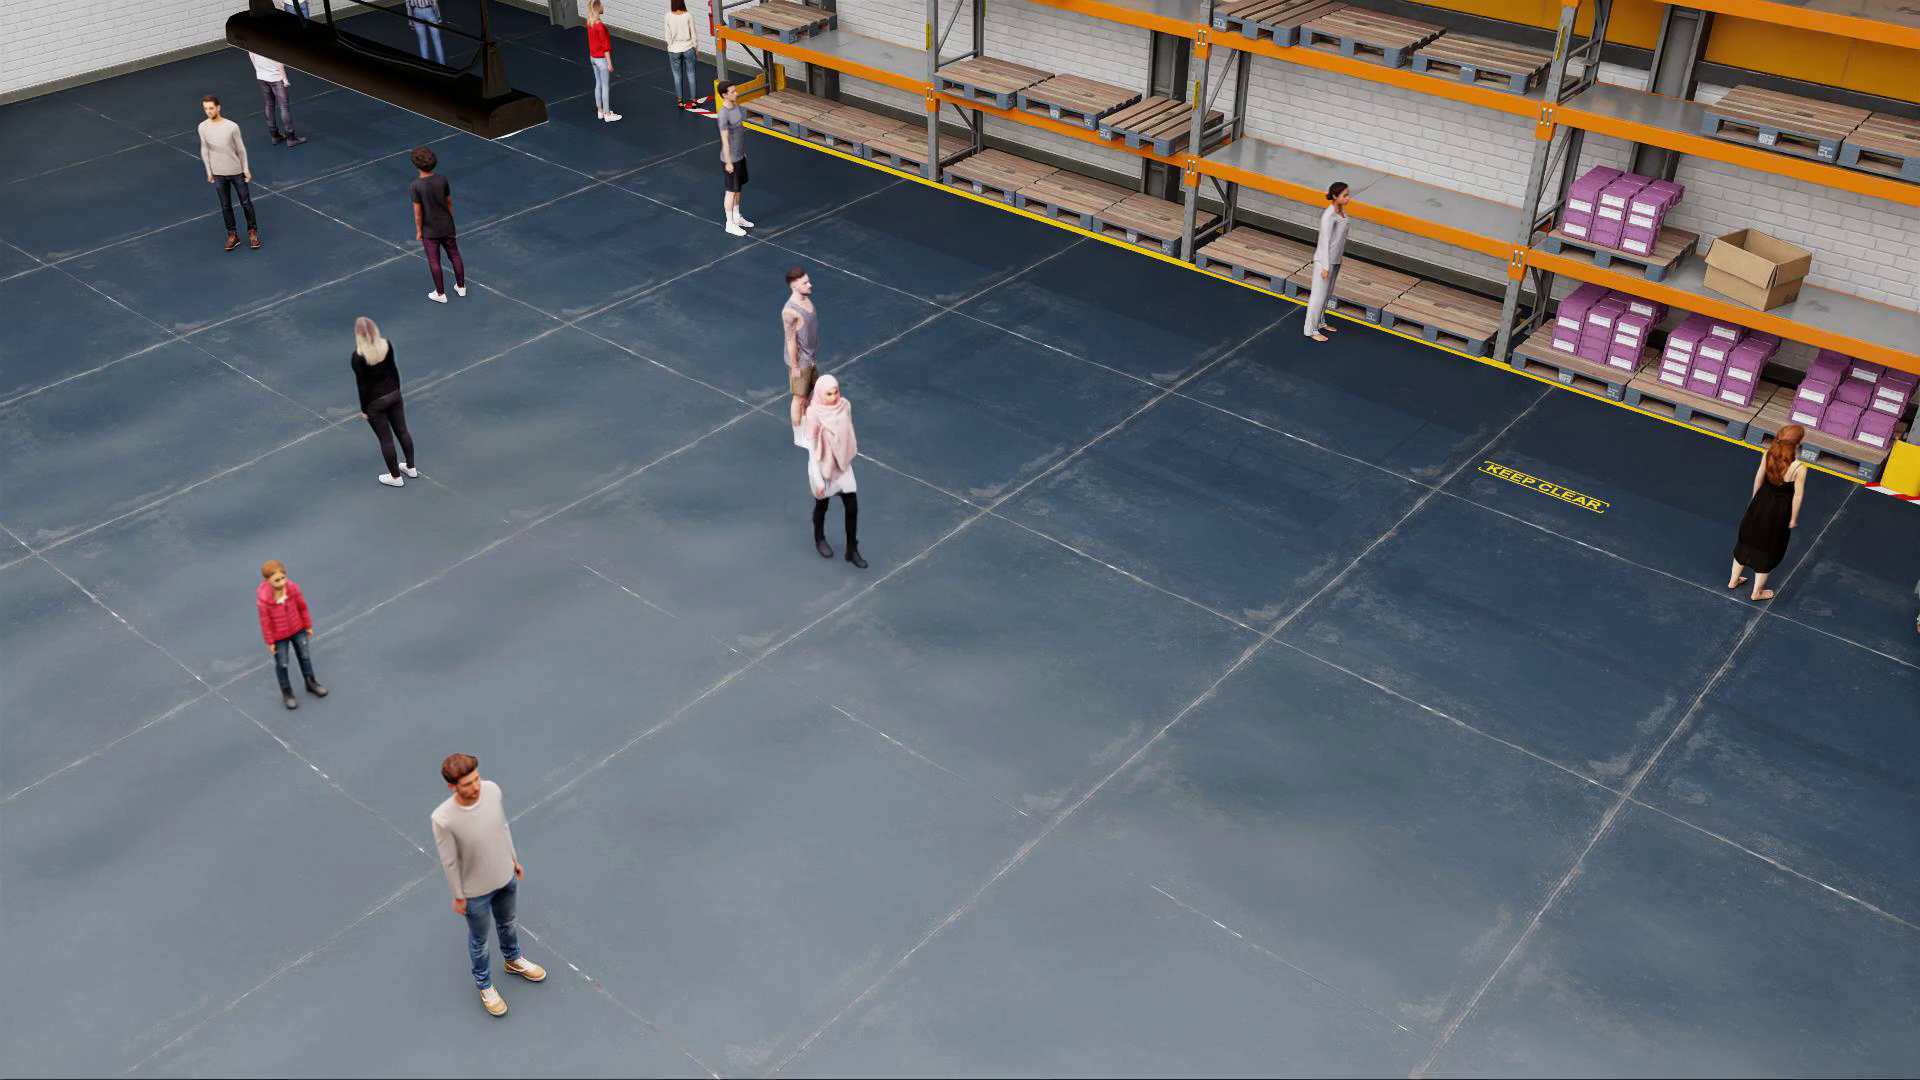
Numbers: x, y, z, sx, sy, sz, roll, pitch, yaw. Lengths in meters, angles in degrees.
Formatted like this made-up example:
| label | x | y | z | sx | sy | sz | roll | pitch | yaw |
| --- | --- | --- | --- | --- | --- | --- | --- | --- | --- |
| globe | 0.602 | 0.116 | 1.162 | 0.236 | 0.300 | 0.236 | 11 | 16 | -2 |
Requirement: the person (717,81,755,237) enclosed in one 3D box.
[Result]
| label | x | y | z | sx | sy | sz | roll | pitch | yaw |
| --- | --- | --- | --- | --- | --- | --- | --- | --- | --- |
| person | -2.770 | -4.671 | 20.222 | 0.699 | 1.871 | 0.733 | 8 | 35 | 12 |

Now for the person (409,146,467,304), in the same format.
| label | x | y | z | sx | sy | sz | roll | pitch | yaw |
| --- | --- | --- | --- | --- | --- | --- | --- | --- | --- |
| person | -5.856 | -3.534 | 18.589 | 0.646 | 1.784 | 0.601 | -28 | 43 | -35 |

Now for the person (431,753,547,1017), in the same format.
| label | x | y | z | sx | sy | sz | roll | pitch | yaw |
| --- | --- | --- | --- | --- | --- | --- | --- | --- | --- |
| person | -2.896 | 2.040 | 10.095 | 0.598 | 1.905 | 0.667 | 21 | 39 | 28 |

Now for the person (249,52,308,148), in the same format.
| label | x | y | z | sx | sy | sz | roll | pitch | yaw |
| --- | --- | --- | --- | --- | --- | --- | --- | --- | --- |
| person | -9.417 | -6.310 | 22.724 | 0.620 | 1.832 | 0.778 | 14 | 36 | 20 |

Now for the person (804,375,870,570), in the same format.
| label | x | y | z | sx | sy | sz | roll | pitch | yaw |
| --- | --- | --- | --- | --- | --- | --- | --- | --- | --- |
| person | -1.171 | -0.621 | 14.212 | 0.764 | 1.779 | 0.945 | -21 | 39 | -28 |

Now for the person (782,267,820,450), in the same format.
| label | x | y | z | sx | sy | sz | roll | pitch | yaw |
| --- | --- | --- | --- | --- | --- | --- | --- | --- | --- |
| person | -1.515 | -1.763 | 15.932 | 0.728 | 1.847 | 0.717 | 8 | 34 | 11 |

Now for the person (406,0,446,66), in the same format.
| label | x | y | z | sx | sy | sz | roll | pitch | yaw |
| --- | --- | --- | --- | --- | --- | --- | --- | --- | --- |
| person | -8.039 | -7.812 | 25.017 | 0.715 | 1.794 | 0.755 | -6 | 34 | -8 |

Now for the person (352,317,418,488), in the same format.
| label | x | y | z | sx | sy | sz | roll | pitch | yaw |
| --- | --- | --- | --- | --- | --- | --- | --- | --- | --- |
| person | -5.301 | -1.273 | 15.278 | 0.554 | 1.685 | 0.616 | 22 | 39 | 29 |

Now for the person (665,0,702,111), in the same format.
| label | x | y | z | sx | sy | sz | roll | pitch | yaw |
| --- | --- | --- | --- | --- | --- | --- | --- | --- | --- |
| person | -4.004 | -7.058 | 23.983 | 0.673 | 1.682 | 0.756 | 1 | 34 | 1 |

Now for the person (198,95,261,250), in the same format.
| label | x | y | z | sx | sy | sz | roll | pitch | yaw |
| --- | --- | --- | --- | --- | --- | --- | --- | --- | --- |
| person | -8.711 | -4.394 | 19.808 | 0.740 | 1.868 | 0.787 | -5 | 34 | -7 |

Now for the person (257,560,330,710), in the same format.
| label | x | y | z | sx | sy | sz | roll | pitch | yaw |
| --- | --- | --- | --- | --- | --- | --- | --- | --- | --- |
| person | -5.129 | 0.697 | 12.652 | 0.542 | 1.310 | 0.534 | -26 | 41 | -33 |

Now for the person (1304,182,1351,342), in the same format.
| label | x | y | z | sx | sy | sz | roll | pitch | yaw |
| --- | --- | --- | --- | --- | --- | --- | --- | --- | --- |
| person | 3.957 | -3.020 | 17.860 | 0.581 | 1.736 | 0.670 | 18 | 38 | 25 |

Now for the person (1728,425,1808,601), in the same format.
| label | x | y | z | sx | sy | sz | roll | pitch | yaw |
| --- | --- | --- | --- | --- | --- | --- | --- | --- | --- |
| person | 6.717 | -0.246 | 13.787 | 0.698 | 1.625 | 0.591 | -20 | 38 | -27 |

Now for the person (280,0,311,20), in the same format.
| label | x | y | z | sx | sy | sz | roll | pitch | yaw |
| --- | --- | --- | --- | --- | --- | --- | --- | --- | --- |
| person | -10.378 | -8.389 | 25.977 | 0.666 | 1.692 | 0.626 | -22 | 39 | -29 |

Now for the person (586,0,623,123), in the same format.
| label | x | y | z | sx | sy | sz | roll | pitch | yaw |
| --- | --- | --- | --- | --- | --- | --- | --- | --- | --- |
| person | -5.099 | -6.806 | 23.585 | 0.710 | 1.705 | 0.504 | -25 | 41 | -32 |
